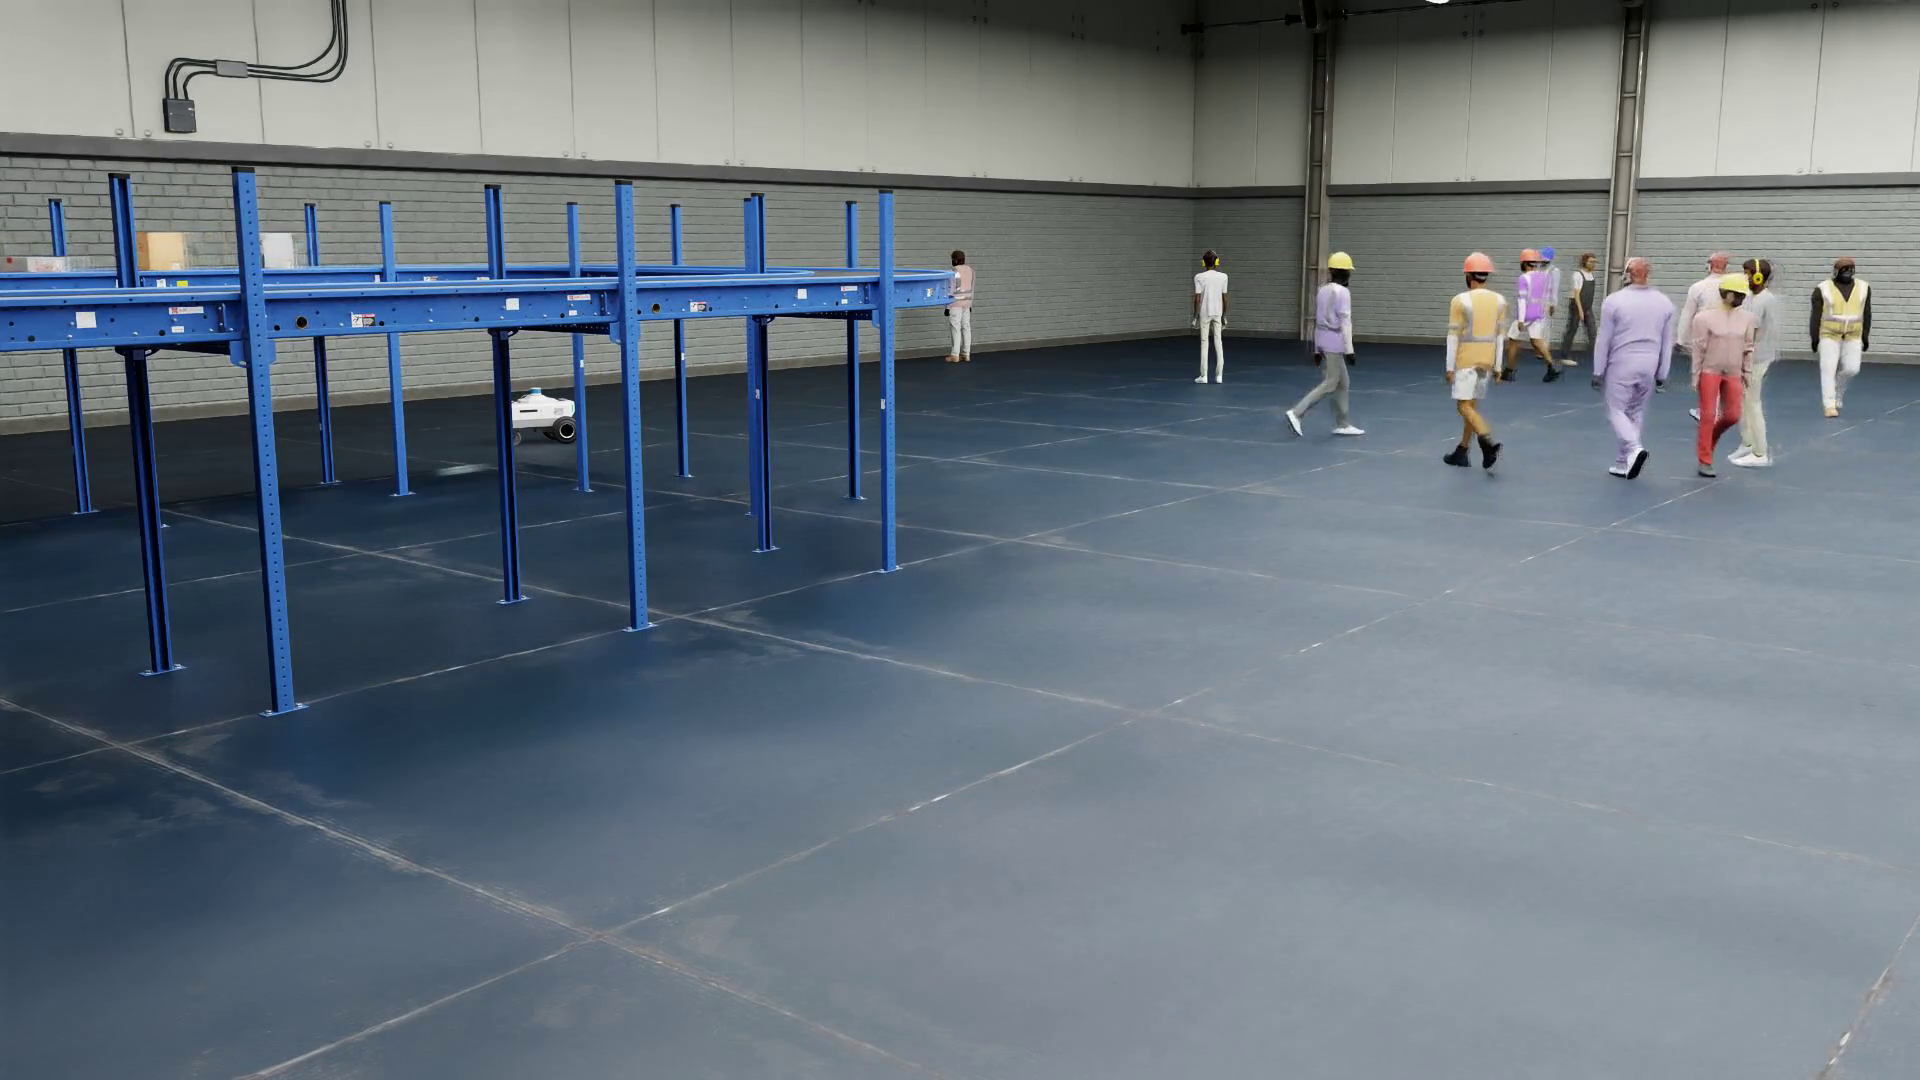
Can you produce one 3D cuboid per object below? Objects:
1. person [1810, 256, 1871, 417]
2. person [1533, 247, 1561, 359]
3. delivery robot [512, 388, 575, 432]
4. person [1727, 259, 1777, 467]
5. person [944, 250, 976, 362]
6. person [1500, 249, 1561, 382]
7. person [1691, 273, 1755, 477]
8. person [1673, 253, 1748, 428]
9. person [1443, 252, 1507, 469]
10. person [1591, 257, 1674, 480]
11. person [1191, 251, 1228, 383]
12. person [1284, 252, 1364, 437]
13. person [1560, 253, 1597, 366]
[{"bbox_3d":[10.119,-2.341,19.149,0.648,1.830,0.487,2,10,12],"label":"person"},{"bbox_3d":[10.051,-4.064,28.538,0.544,1.898,0.682,-4,11,-19],"label":"person"},{"bbox_3d":[-4.254,-1.287,16.705,0.707,0.478,0.477,-6,12,-28],"label":"delivery robot"},{"bbox_3d":[7.091,-1.586,14.923,0.498,1.844,0.543,6,12,30],"label":"person"},{"bbox_3d":[-0.032,-3.910,27.811,0.429,1.846,0.627,9,14,42],"label":"person"},{"bbox_3d":[8.201,-3.215,23.830,0.556,1.905,0.944,-7,13,-35],"label":"person"},{"bbox_3d":[6.571,-1.443,14.427,0.551,1.742,0.548,0,10,-1],"label":"person"},{"bbox_3d":[8.083,-2.159,18.052,0.647,1.870,0.925,-1,10,-7],"label":"person"},{"bbox_3d":[4.581,-1.578,14.712,0.548,1.915,0.831,-3,11,-17],"label":"person"},{"bbox_3d":[5.687,-1.439,14.027,0.652,1.880,0.716,-2,10,-9],"label":"person"},{"bbox_3d":[3.543,-3.160,23.603,0.519,1.865,0.331,-2,10,-9],"label":"person"},{"bbox_3d":[3.784,-2.010,17.146,0.843,1.899,0.592,-1,10,-7],"label":"person"},{"bbox_3d":[10.014,-3.664,26.547,0.508,1.798,0.948,-6,12,-28],"label":"person"}]
